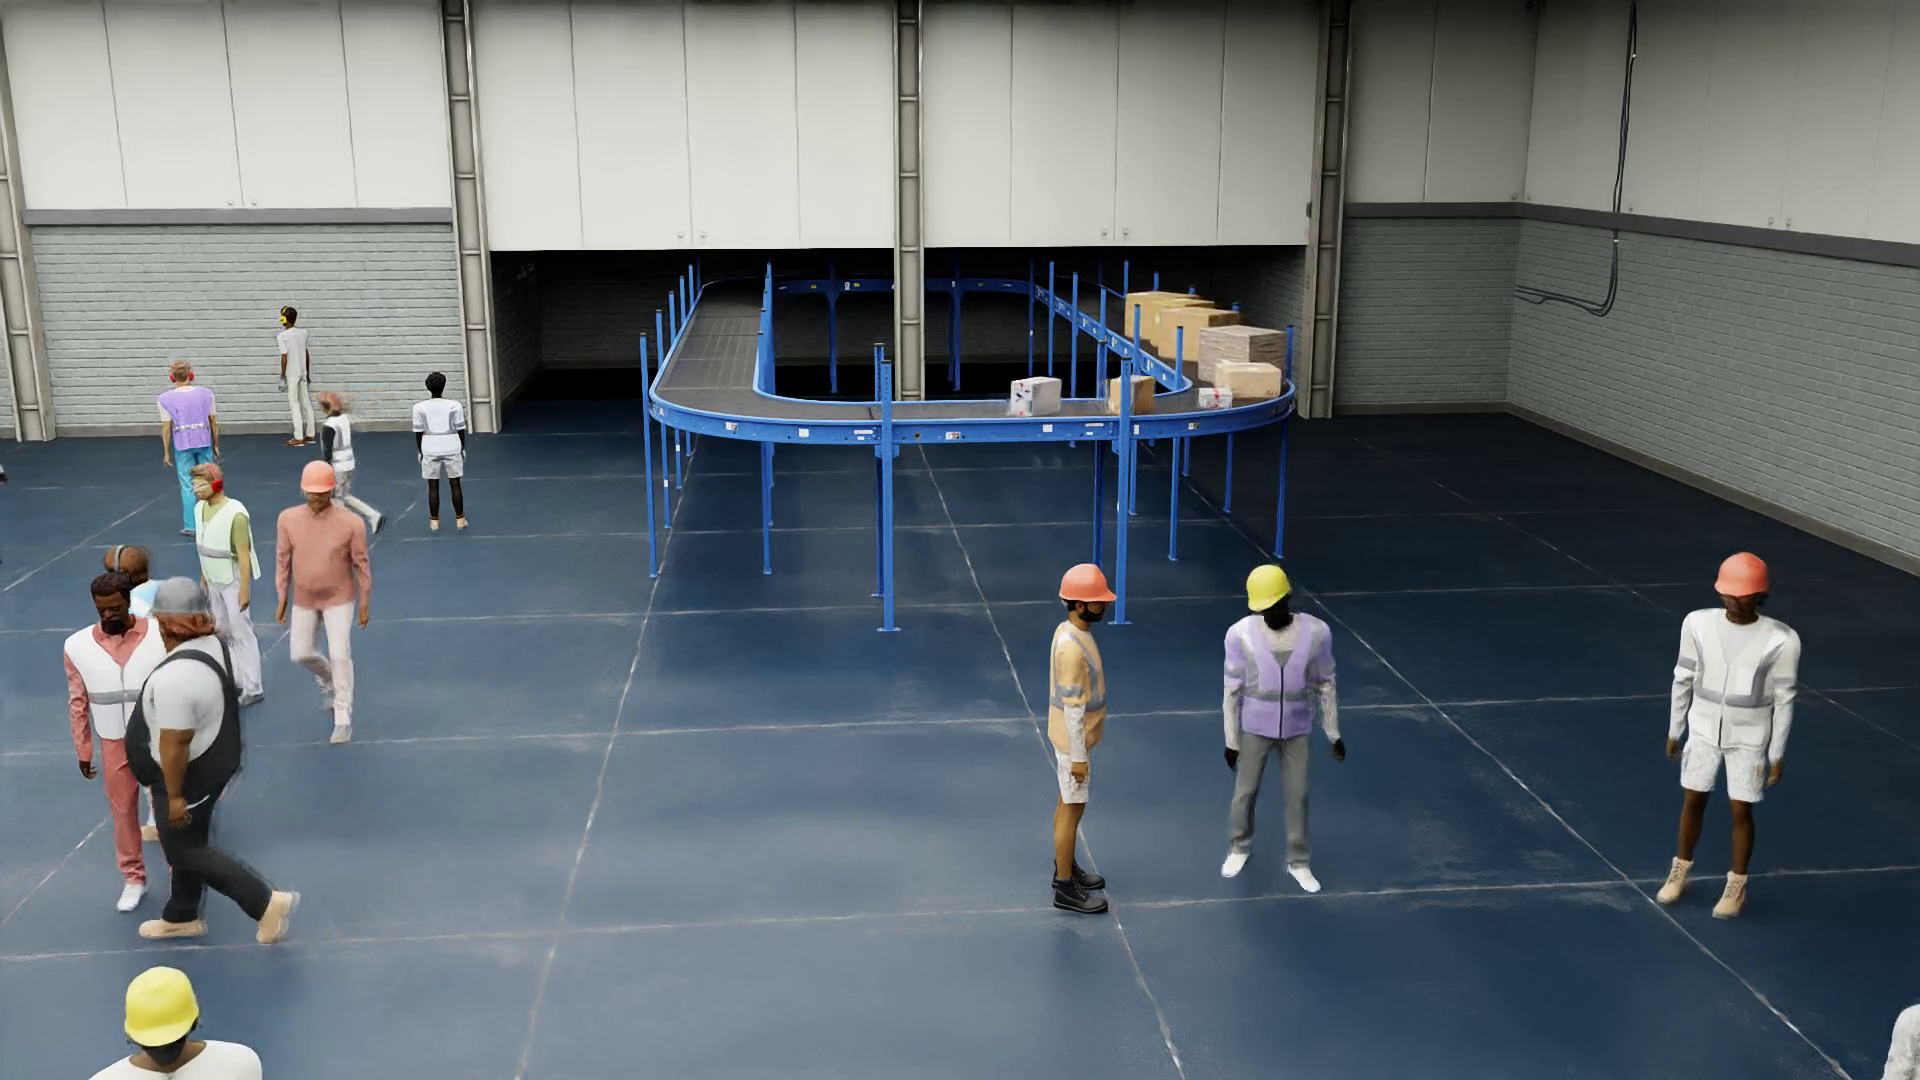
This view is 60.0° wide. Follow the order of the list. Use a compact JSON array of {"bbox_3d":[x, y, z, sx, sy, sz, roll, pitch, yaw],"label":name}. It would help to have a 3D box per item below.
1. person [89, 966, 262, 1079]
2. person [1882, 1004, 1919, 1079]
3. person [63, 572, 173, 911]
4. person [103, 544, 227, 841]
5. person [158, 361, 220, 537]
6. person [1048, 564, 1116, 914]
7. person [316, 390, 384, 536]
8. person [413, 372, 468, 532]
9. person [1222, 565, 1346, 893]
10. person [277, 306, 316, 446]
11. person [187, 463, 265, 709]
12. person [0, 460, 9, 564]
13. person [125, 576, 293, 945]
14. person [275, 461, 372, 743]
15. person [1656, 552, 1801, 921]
[{"bbox_3d":[-2.412,2.133,5.198,0.527,1.760,0.331,-6,15,-24],"label":"person"},{"bbox_3d":[3.347,2.071,5.555,0.881,1.701,0.486,-12,18,-40],"label":"person"},{"bbox_3d":[-4.513,1.086,9.091,0.597,1.907,0.407,-5,15,-19],"label":"person"},{"bbox_3d":[-4.824,0.914,9.940,0.463,1.824,0.650,-1,14,-4],"label":"person"},{"bbox_3d":[-8.005,-0.943,17.337,0.564,1.837,0.388,-12,18,-39],"label":"person"},{"bbox_3d":[0.658,1.069,9.086,0.355,1.939,0.543,1,14,4],"label":"person"},{"bbox_3d":[-6.244,-0.724,16.909,0.501,1.621,0.514,0,14,0],"label":"person"},{"bbox_3d":[-5.479,-0.930,17.576,0.535,1.697,0.318,-4,15,-15],"label":"person"},{"bbox_3d":[1.801,1.043,9.322,0.677,1.888,0.472,1,14,3],"label":"person"},{"bbox_3d":[-8.917,-2.196,22.289,0.328,1.872,0.508,6,15,23],"label":"person"},{"bbox_3d":[-5.413,0.323,12.295,0.575,1.831,0.407,10,17,34],"label":"person"},{"bbox_3d":[-9.531,-0.663,16.057,0.419,1.917,0.564,3,14,10],"label":"person"},{"bbox_3d":[-3.933,1.143,8.583,0.819,2.000,0.701,-1,14,-4],"label":"person"},{"bbox_3d":[-4.454,0.398,11.679,0.656,1.982,0.633,0,14,-2],"label":"person"},{"bbox_3d":[4.125,1.049,8.959,0.615,2.040,0.395,12,18,39],"label":"person"}]
